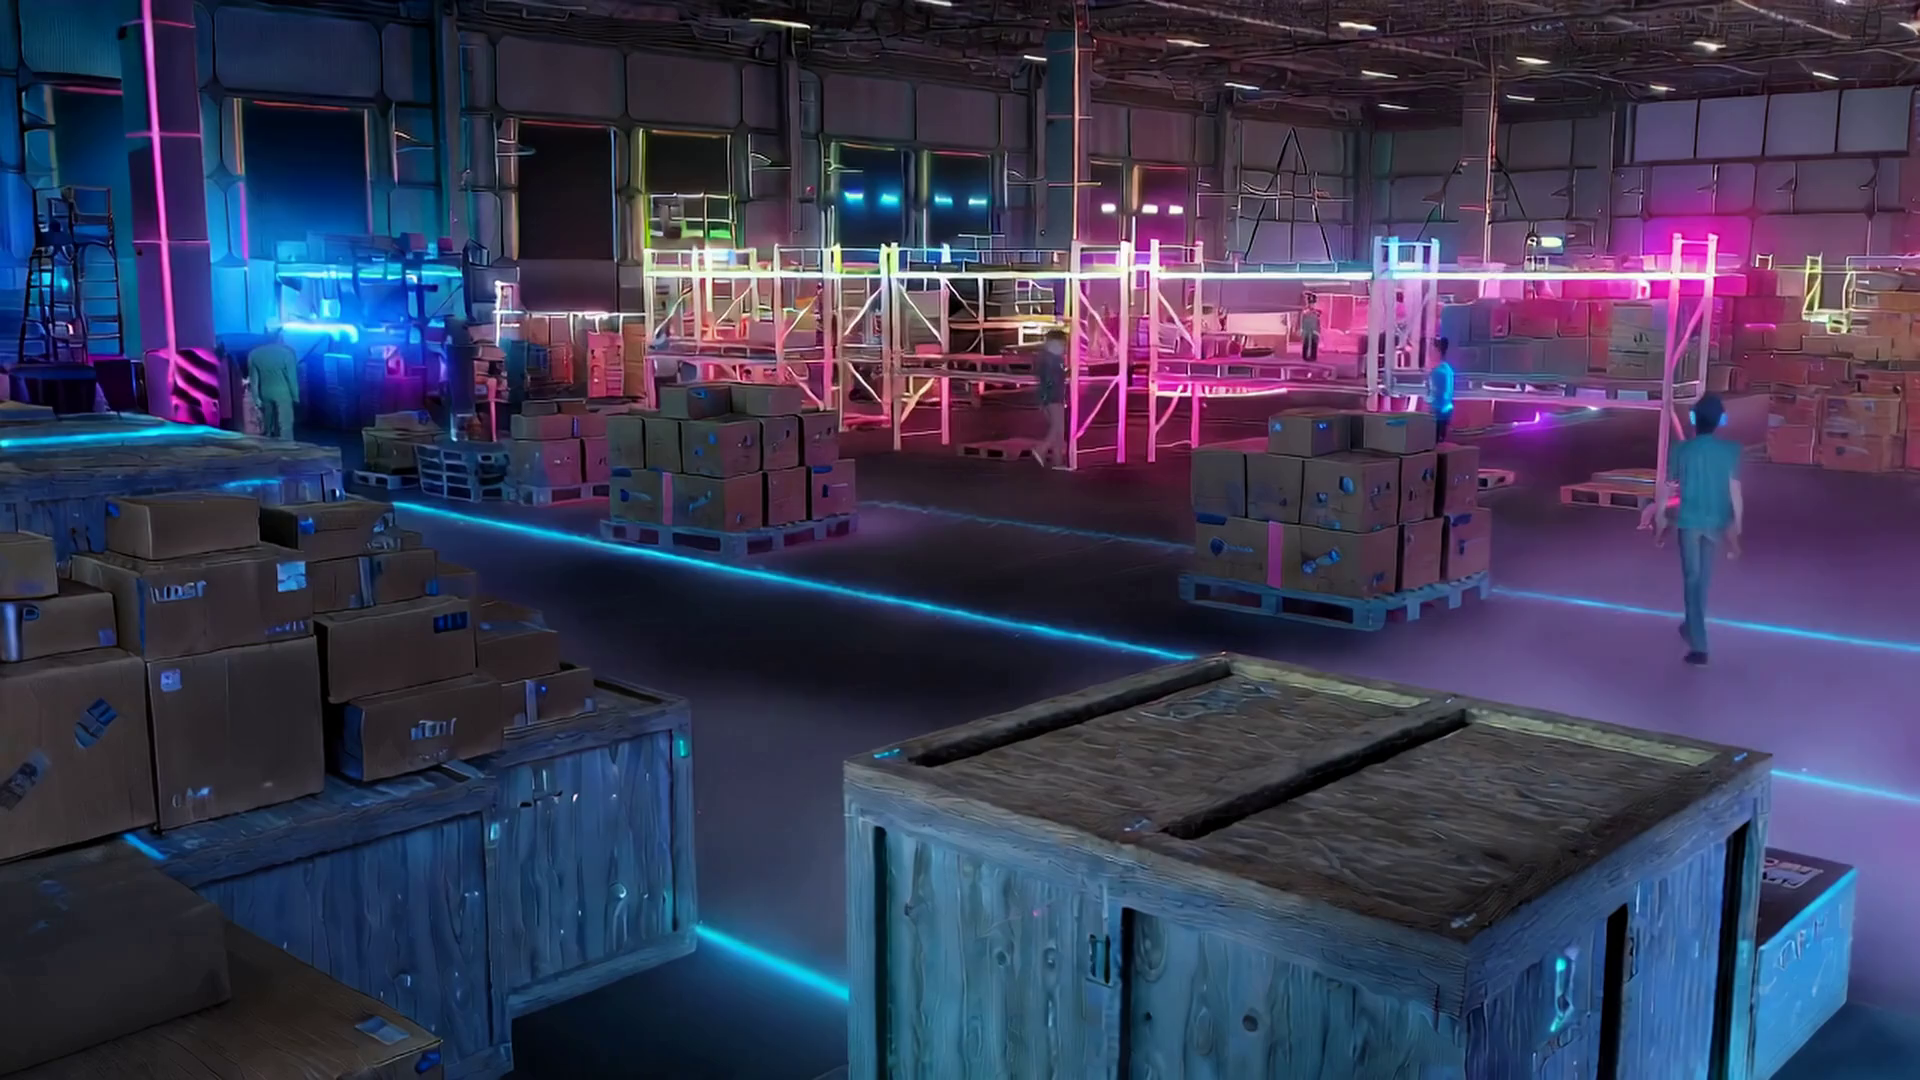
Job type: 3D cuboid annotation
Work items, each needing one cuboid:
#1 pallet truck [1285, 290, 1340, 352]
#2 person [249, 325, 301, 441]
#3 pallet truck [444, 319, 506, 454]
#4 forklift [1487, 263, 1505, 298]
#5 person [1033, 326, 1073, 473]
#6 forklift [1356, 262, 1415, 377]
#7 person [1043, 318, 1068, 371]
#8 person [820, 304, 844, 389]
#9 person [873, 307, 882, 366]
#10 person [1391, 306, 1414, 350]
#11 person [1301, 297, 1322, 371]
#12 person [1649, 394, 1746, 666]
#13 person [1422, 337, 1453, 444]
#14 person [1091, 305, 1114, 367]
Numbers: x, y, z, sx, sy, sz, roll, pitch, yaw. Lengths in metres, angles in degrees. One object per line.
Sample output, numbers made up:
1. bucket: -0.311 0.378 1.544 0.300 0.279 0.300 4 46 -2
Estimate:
1. pallet truck: 11.297 -6.951 52.861 1.885 1.965 0.823 -5 11 -29
2. person: -8.888 -1.827 21.640 0.627 1.936 0.377 0 9 2
3. pallet truck: -6.981 -1.942 22.150 1.885 1.965 0.823 1 9 9
4. forklift: 14.873 -6.339 46.413 1.873 2.768 1.129 3 10 17
5. person: 1.247 -1.821 21.662 0.442 1.908 0.621 5 11 29
6. forklift: 10.597 -5.399 40.648 1.129 2.768 1.873 7 12 38
7. person: 1.813 -3.323 31.417 0.484 1.739 0.319 -2 9 -11
8. person: -2.829 -4.272 36.792 0.561 1.884 0.980 2 9 10
9. person: -2.170 -5.388 44.412 0.312 1.633 0.518 -2 9 -9
10. person: 8.737 -3.661 32.935 0.636 1.924 0.445 7 11 36
11. person: 9.152 -5.365 43.348 0.628 1.935 0.367 9 13 44
12. person: 5.021 -0.082 11.336 0.542 1.809 0.994 1 9 9
13. person: 5.442 -1.373 19.011 0.350 1.883 0.583 4 10 21
14. person: 3.864 -5.537 45.184 0.720 1.669 0.549 -5 10 -26
